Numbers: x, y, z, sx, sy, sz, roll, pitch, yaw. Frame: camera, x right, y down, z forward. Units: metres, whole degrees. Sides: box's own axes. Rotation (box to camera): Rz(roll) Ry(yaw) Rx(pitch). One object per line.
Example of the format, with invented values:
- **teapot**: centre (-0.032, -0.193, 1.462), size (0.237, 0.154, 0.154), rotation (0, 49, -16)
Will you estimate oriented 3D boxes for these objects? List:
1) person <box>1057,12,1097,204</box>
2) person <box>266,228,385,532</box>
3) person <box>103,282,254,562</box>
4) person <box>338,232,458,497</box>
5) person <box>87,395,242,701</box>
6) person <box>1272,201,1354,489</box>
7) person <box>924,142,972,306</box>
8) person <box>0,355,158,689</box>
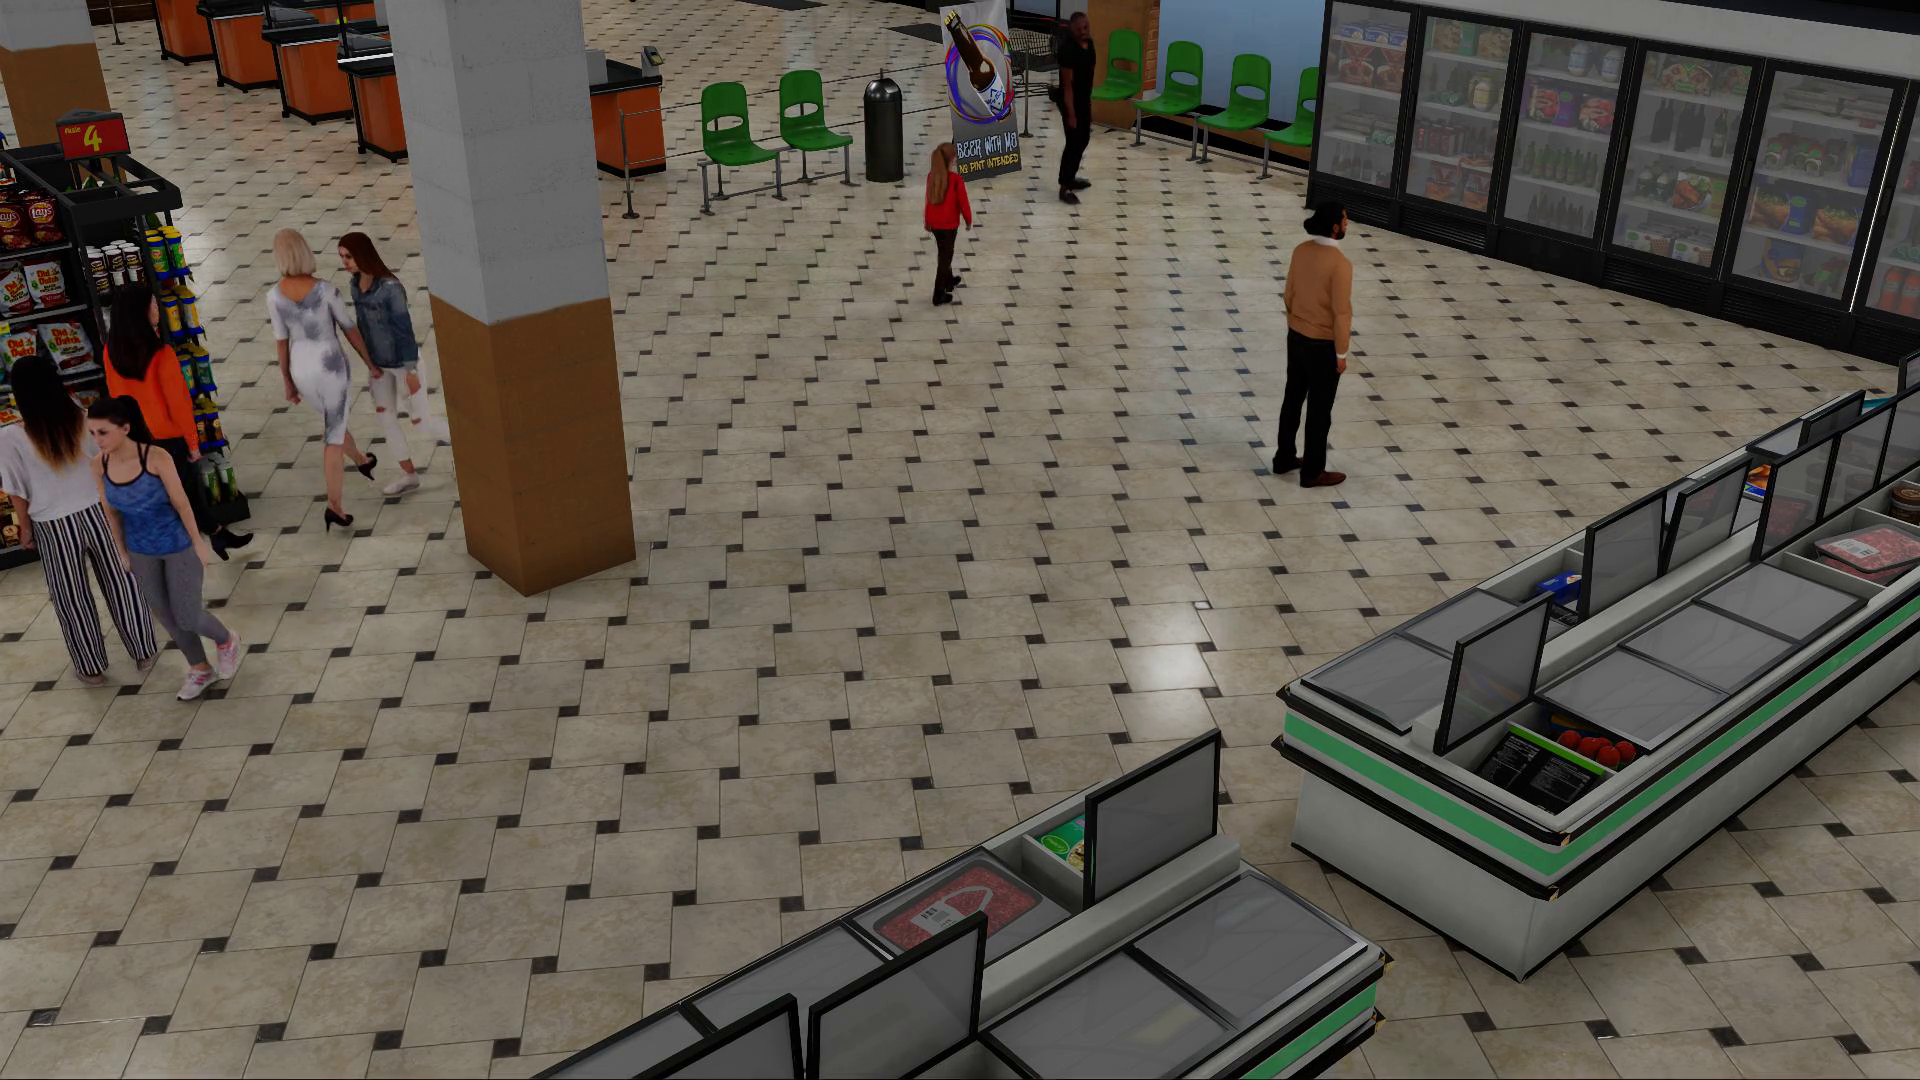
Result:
- **person**: centre (1.071, -4.099, 15.765), size (0.976, 1.782, 0.740), rotation (8, 28, 16)
- **person**: centre (-3.667, -0.865, 9.488), size (1.134, 1.692, 1.166), rotation (2, 27, 4)
- **person**: centre (-4.225, -0.451, 8.664), size (0.939, 1.699, 1.200), rotation (10, 29, 20)
- **person**: centre (-3.290, -1.042, 9.878), size (0.826, 1.656, 0.985), rotation (15, 30, 27)
- **person**: centre (-3.713, 0.024, 7.850), size (0.774, 1.588, 0.838), rotation (4, 27, 7)
- **person**: centre (2.144, -1.186, 10.053), size (0.624, 1.753, 0.697), rotation (-15, 30, -27)
- **person**: centre (-0.155, -2.482, 13.146), size (0.642, 1.267, 0.814), rotation (16, 31, 29)
- **person**: centre (-4.240, -0.091, 7.970), size (0.550, 1.684, 0.737), rotation (-19, 32, -33)
